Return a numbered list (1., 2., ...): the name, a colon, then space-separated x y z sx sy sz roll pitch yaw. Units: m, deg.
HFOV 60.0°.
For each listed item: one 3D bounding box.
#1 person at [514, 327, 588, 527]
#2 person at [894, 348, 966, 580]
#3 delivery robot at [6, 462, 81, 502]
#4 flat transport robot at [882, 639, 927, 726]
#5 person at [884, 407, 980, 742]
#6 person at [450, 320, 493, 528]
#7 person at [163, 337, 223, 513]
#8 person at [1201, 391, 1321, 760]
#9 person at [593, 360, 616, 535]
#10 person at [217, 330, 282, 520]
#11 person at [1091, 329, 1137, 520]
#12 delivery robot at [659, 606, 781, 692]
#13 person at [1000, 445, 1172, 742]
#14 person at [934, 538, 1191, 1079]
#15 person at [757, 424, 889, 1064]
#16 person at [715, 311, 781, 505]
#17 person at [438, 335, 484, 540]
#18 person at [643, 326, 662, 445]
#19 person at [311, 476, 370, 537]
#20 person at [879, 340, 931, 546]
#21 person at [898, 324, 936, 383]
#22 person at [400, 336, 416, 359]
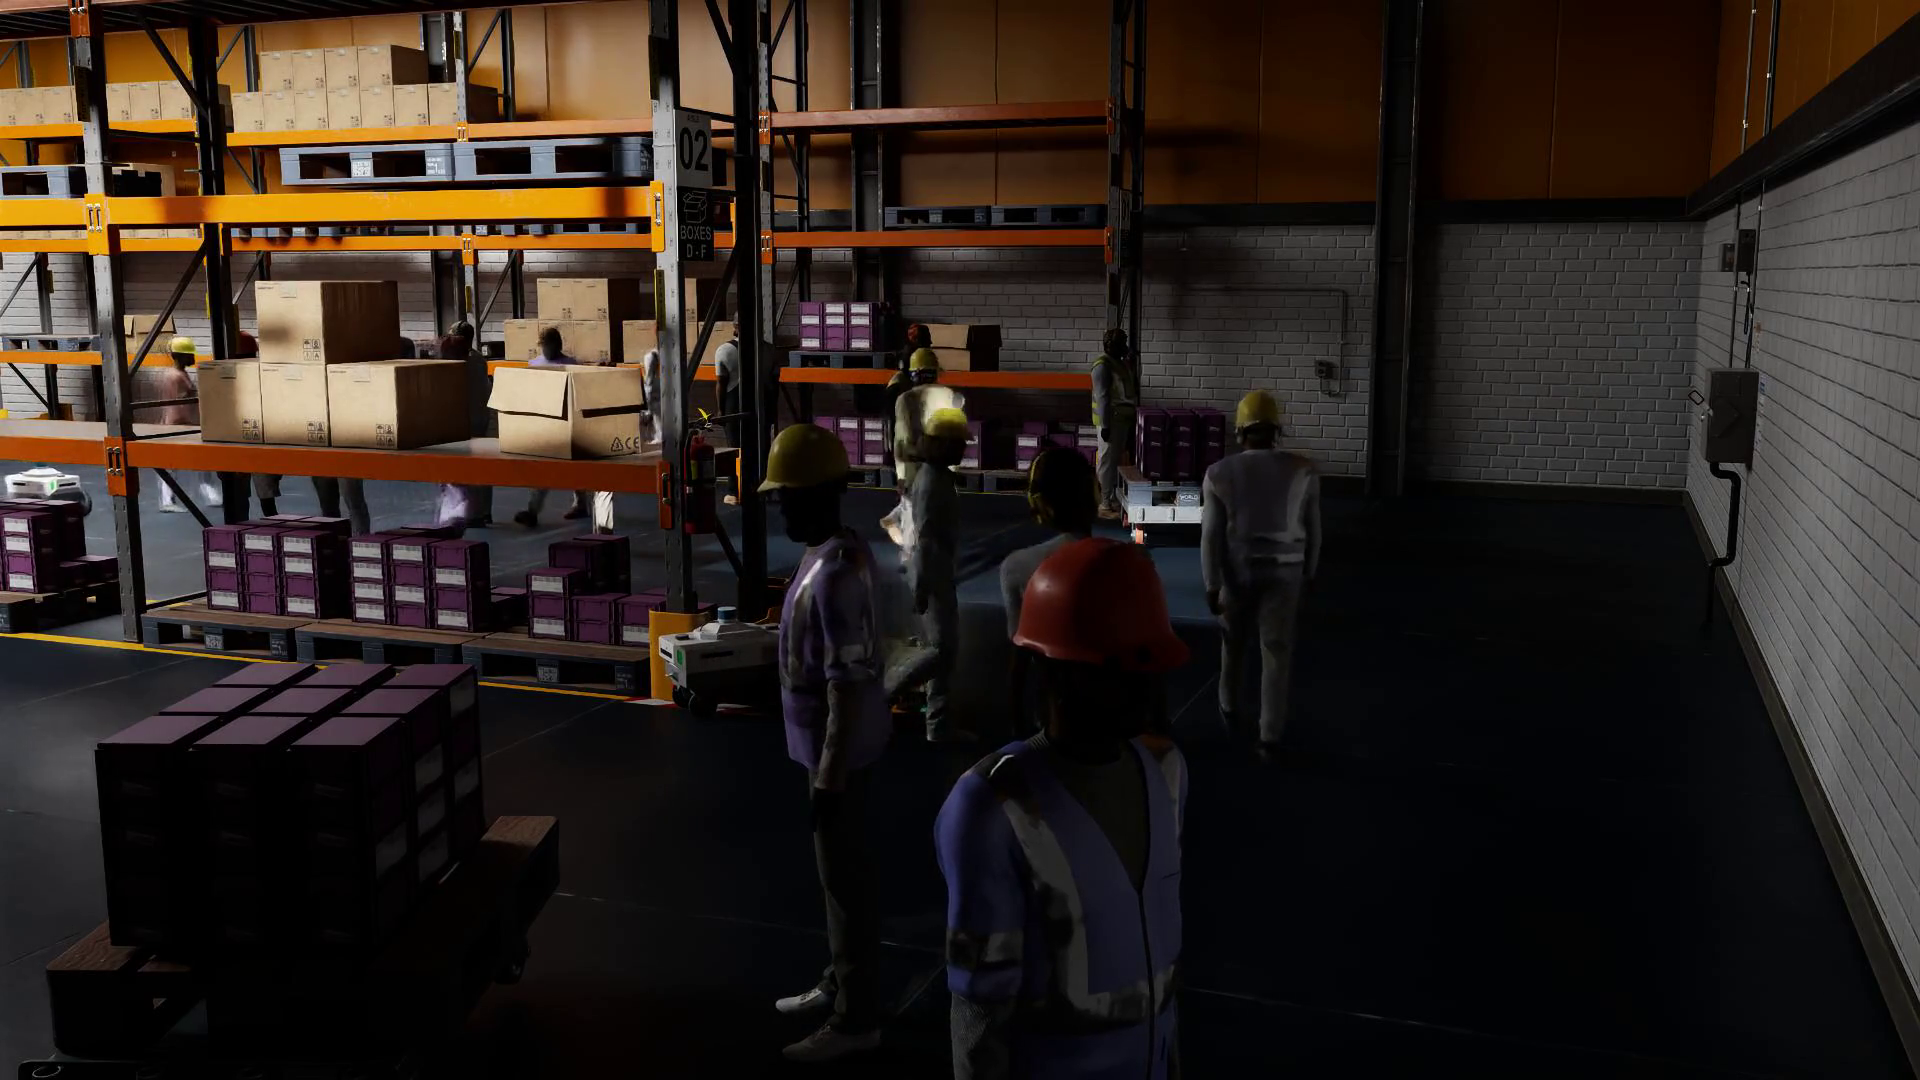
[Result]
1. person: -3.835 -1.073 15.718 0.635 1.871 1.066 3 10 18
2. person: -0.254 -0.563 12.718 0.609 1.800 0.760 -3 10 -18
3. delivery robot: -8.878 -0.524 16.107 0.707 0.478 0.477 4 10 25
4. flat transport robot: -0.518 0.759 9.229 0.652 0.197 1.431 -1 9 -5
5. person: -0.178 0.191 8.271 0.506 1.716 0.491 1 9 5
6. person: -4.587 -1.077 15.538 0.375 1.940 0.627 1 9 4
7. person: -7.584 -1.131 16.507 0.785 1.736 0.537 -2 9 -11
8. person: 1.499 0.153 8.323 0.595 1.784 0.942 1 9 7
9. person: -3.000 -0.697 14.093 0.306 1.640 0.522 -3 9 -18
10. person: -5.478 -0.643 12.817 0.546 1.938 0.361 0 9 1
11. person: 1.502 -1.126 16.158 0.429 1.844 0.626 4 10 23
12. delivery robot: -1.260 0.605 9.016 0.707 0.478 0.477 -5 10 -29
13. person: 0.397 0.621 5.199 0.567 1.832 0.657 2 9 13
14. person: 0.215 0.952 2.804 0.362 1.938 0.545 8 12 43
15. person: -0.406 0.610 5.007 0.383 1.921 0.585 -1 9 -6
16. person: -2.217 -1.388 17.174 0.683 2.000 0.537 -4 10 -24
17. person: -3.948 -0.656 13.036 0.426 1.889 0.664 -2 9 -14
18. person: -3.331 -1.447 18.151 0.845 1.859 0.584 2 9 14
19. person: -4.898 -0.685 13.080 0.635 1.937 0.354 2 9 14
20. person: -0.425 -0.756 13.878 0.522 1.826 0.642 4 10 23
21. person: -0.398 -1.151 16.182 0.356 1.883 0.572 -5 10 -28
22. person: -6.737 -1.765 19.690 0.622 1.990 0.400 -4 10 -21
